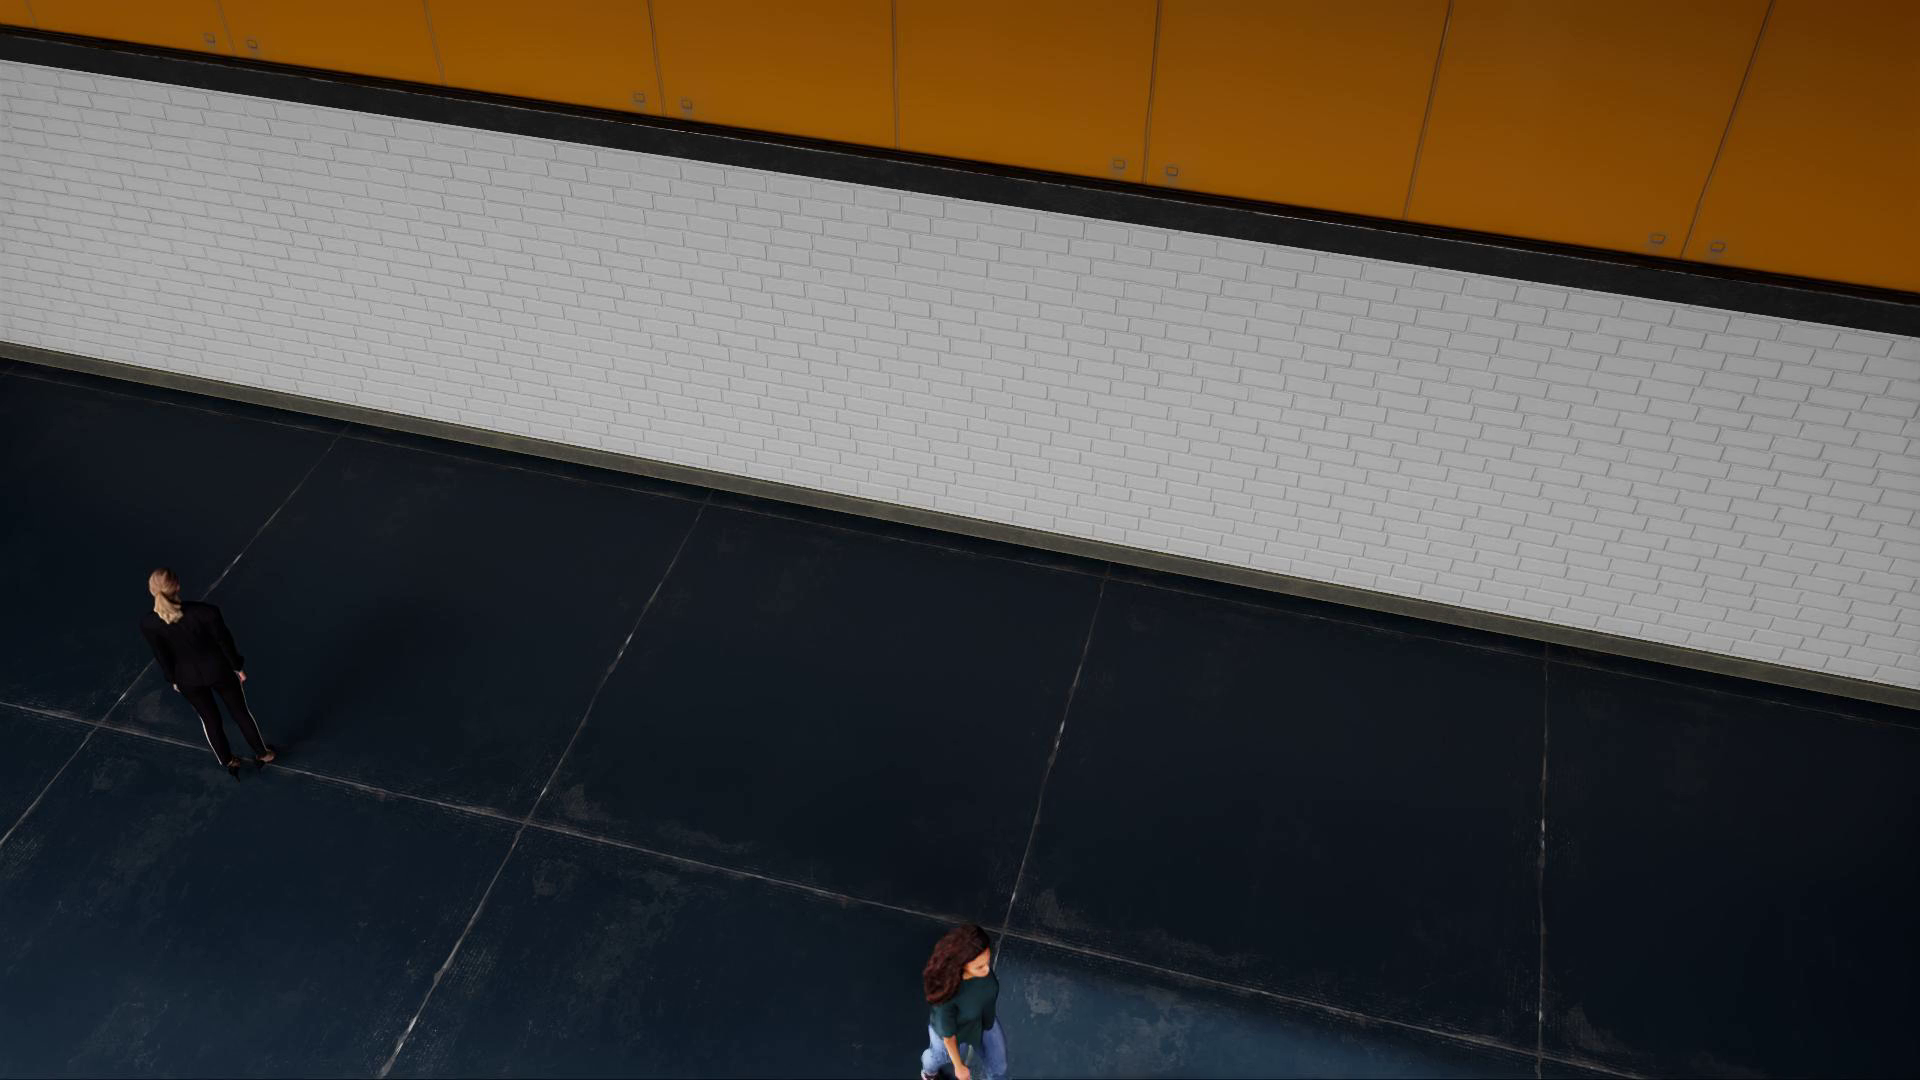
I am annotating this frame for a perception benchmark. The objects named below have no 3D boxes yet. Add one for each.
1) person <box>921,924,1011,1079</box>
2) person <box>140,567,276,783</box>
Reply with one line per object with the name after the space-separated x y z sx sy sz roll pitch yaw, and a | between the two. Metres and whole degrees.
-0.057 2.381 8.303 0.914 1.587 1.003 32 52 29 | person
-4.470 0.810 9.867 0.684 1.706 0.693 -11 45 -11 | person
